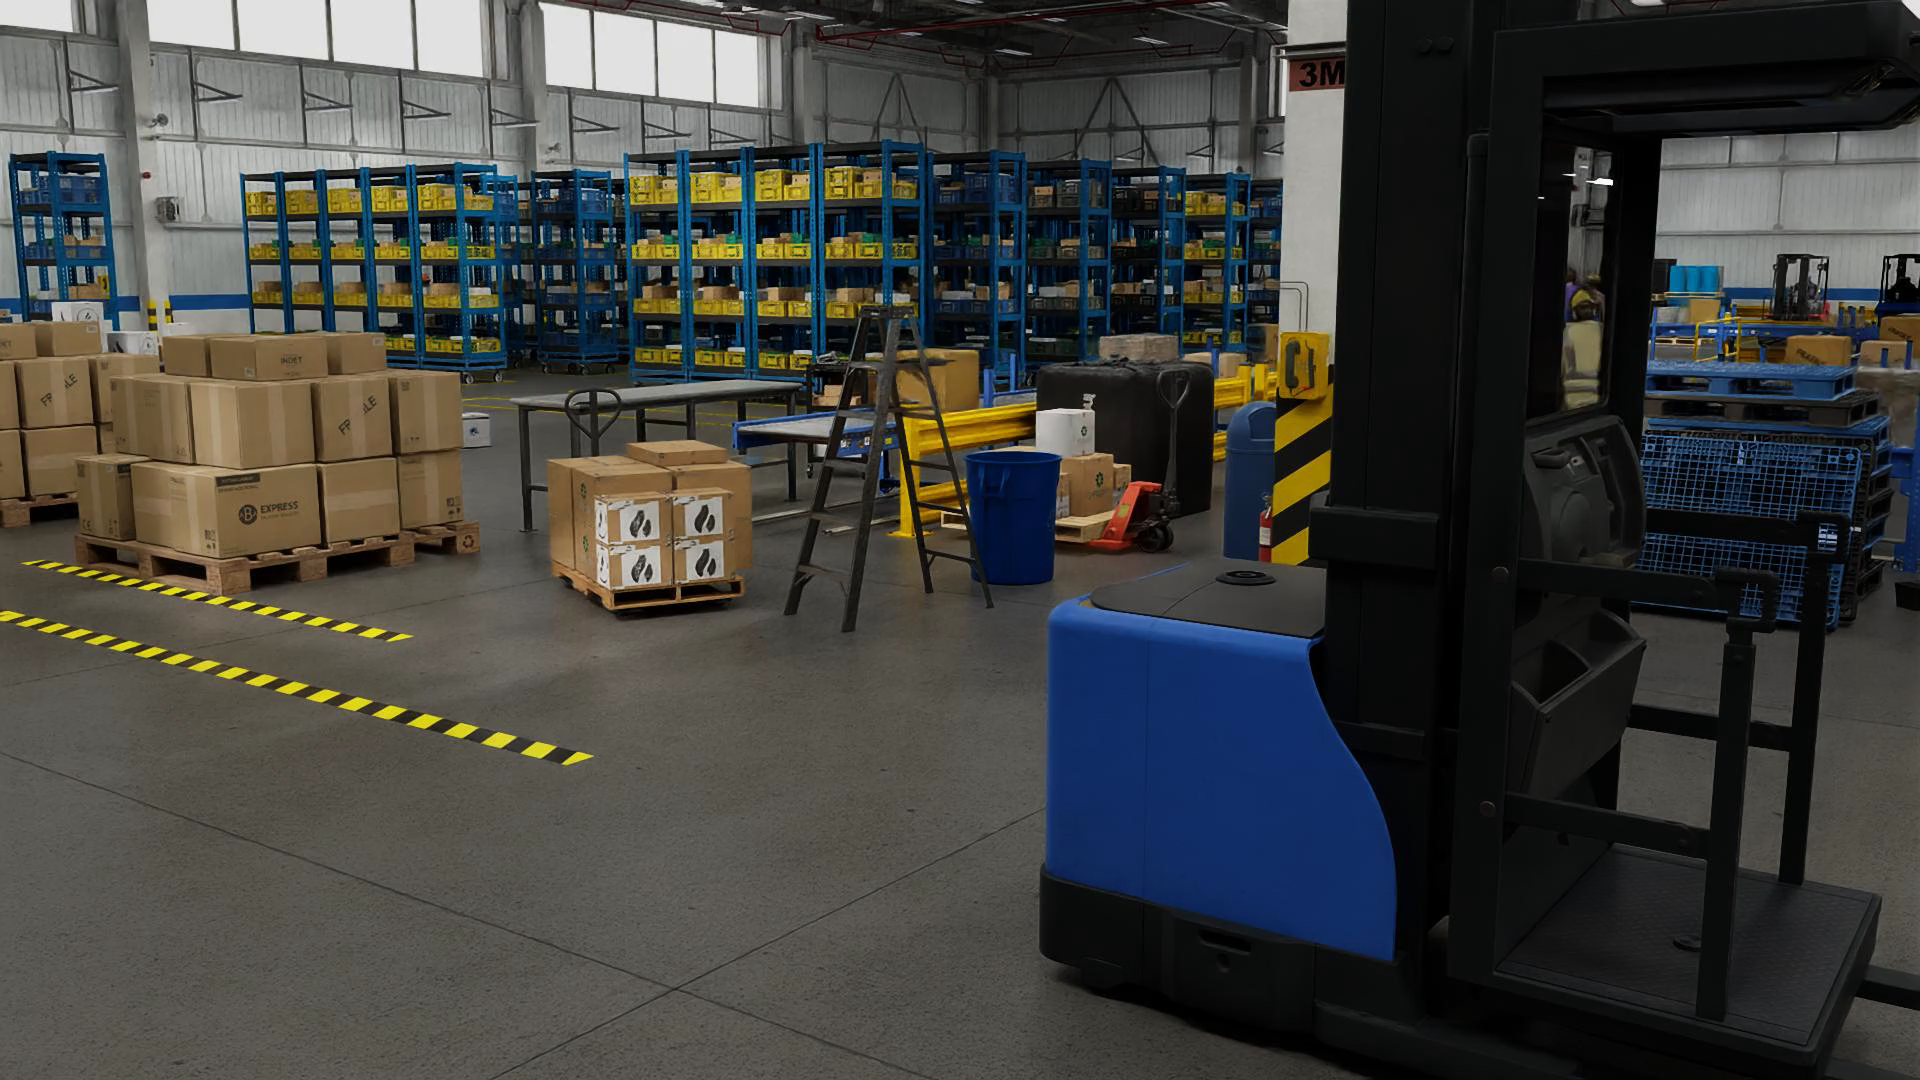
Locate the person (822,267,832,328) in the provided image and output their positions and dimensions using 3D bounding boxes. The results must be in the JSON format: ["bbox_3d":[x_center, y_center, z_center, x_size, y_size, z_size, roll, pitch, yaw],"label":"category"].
[{"bbox_3d":[-2.636,-4.484,32.820,0.614,2.011,0.606,6,11,33],"label":"person"}]

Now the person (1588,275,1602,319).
[{"bbox_3d":[13.168,-4.616,34.450,0.879,1.720,0.549,-8,12,-39],"label":"person"}]

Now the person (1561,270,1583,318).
[{"bbox_3d":[12.945,-4.828,35.417,0.646,1.828,0.586,-9,13,-42],"label":"person"}]

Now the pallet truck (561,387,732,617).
[{"bbox_3d":[-1.981,-0.274,10.088,0.680,1.201,1.601,-5,11,-28],"label":"pallet truck"}]

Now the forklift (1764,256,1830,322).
[{"bbox_3d":[20.253,-5.854,40.139,1.157,1.987,2.680,7,12,35],"label":"forklift"}]

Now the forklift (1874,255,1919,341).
[{"bbox_3d":[22.089,-5.634,38.796,1.157,1.987,2.680,6,11,33],"label":"forklift"}]

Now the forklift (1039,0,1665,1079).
[{"bbox_3d":[1.249,-0.137,4.360,1.873,2.768,1.129,7,12,35],"label":"forklift"}]

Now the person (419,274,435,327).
[{"bbox_3d":[-11.569,-4.894,36.079,0.359,1.742,0.562,4,10,24],"label":"person"}]

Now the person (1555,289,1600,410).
[{"bbox_3d":[5.506,-1.307,14.616,0.653,1.770,0.874,3,10,15],"label":"person"}]

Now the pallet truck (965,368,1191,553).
[{"bbox_3d":[0.845,-0.609,11.869,1.630,1.274,0.653,7,12,35],"label":"pallet truck"}]
